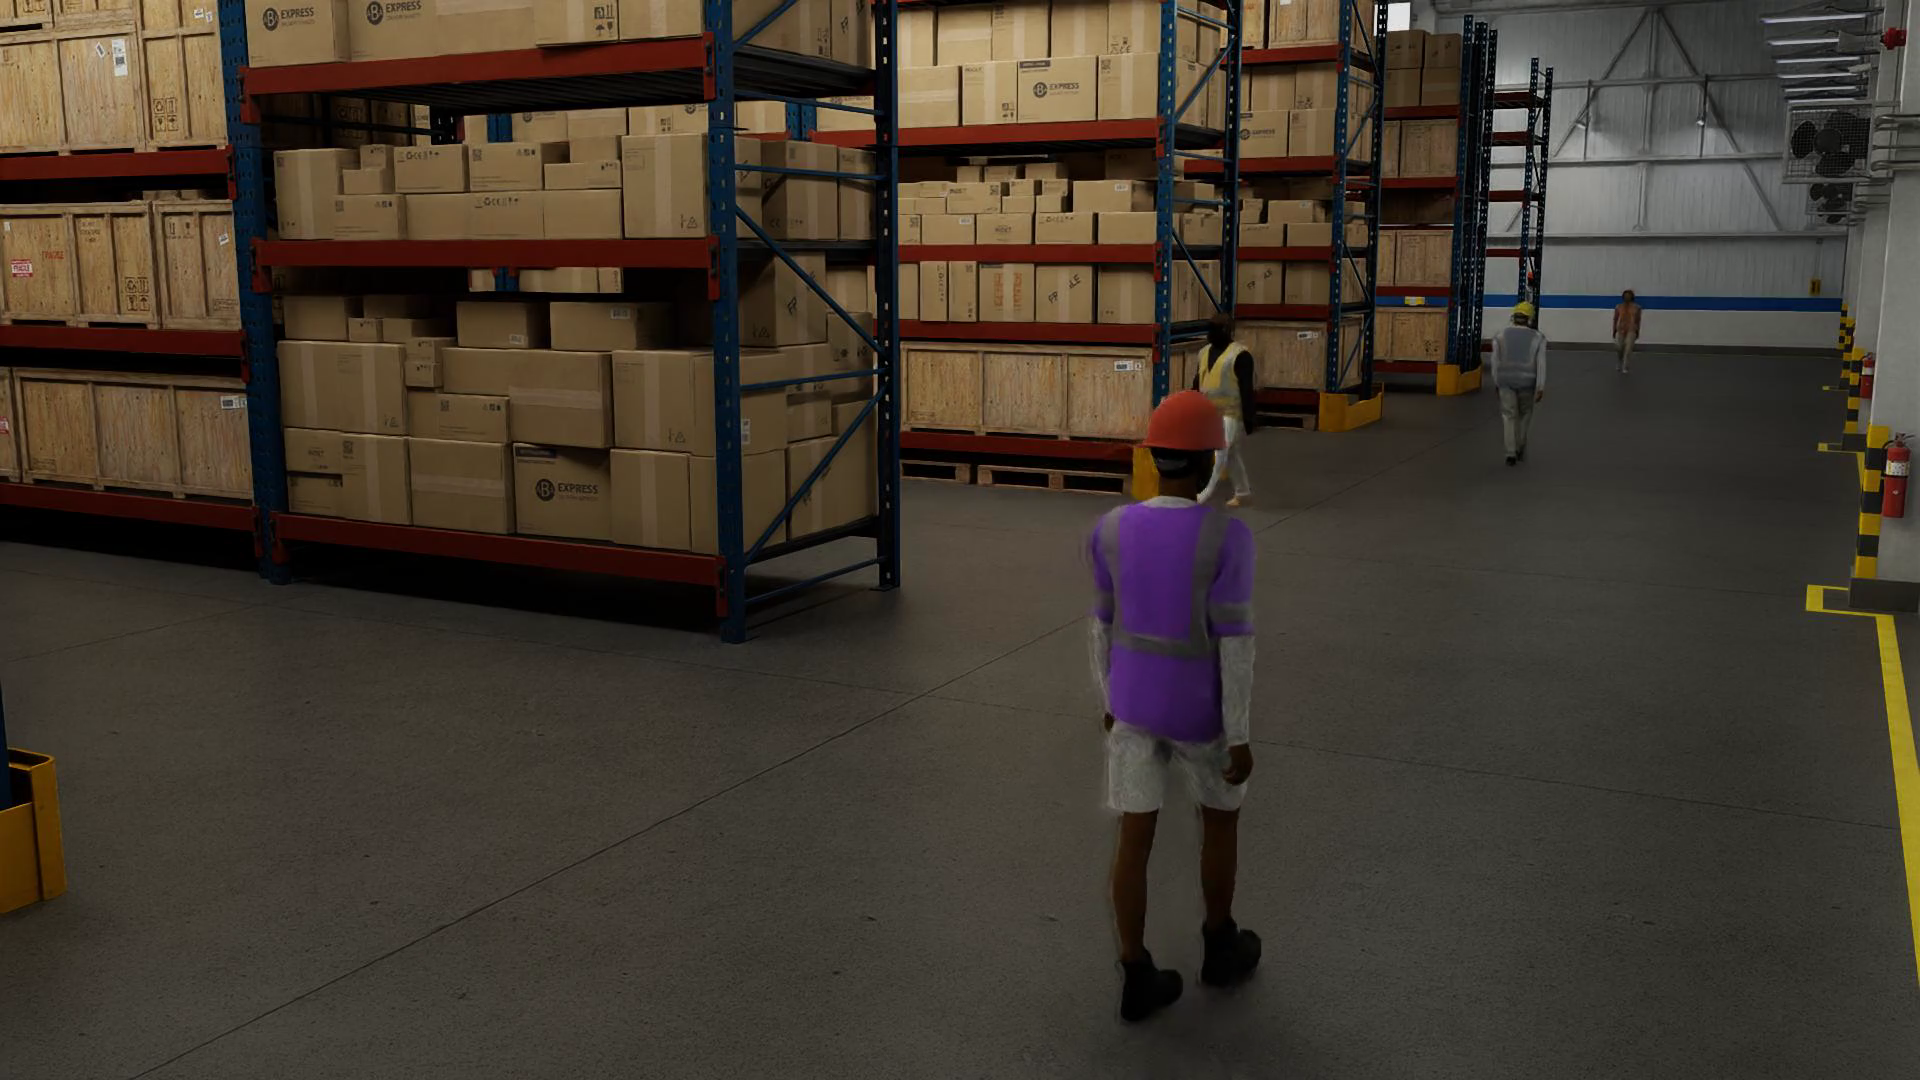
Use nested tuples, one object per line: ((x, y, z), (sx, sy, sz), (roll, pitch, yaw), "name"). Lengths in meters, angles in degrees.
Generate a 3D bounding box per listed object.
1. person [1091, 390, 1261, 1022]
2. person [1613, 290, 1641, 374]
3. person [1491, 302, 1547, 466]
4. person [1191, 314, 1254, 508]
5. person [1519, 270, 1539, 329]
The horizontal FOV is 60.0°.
((0.718, 0.491, 5.189), (0.571, 1.913, 0.780), (6, 12, 32), "person")
((12.913, -4.032, 32.230), (0.516, 1.626, 0.362), (6, 12, 33), "person")
((6.195, -1.739, 18.470), (0.588, 1.777, 0.912), (3, 10, 19), "person")
((2.338, -1.136, 14.996), (0.975, 1.787, 0.647), (-6, 11, -30), "person")
((13.054, -5.210, 38.139), (0.544, 1.938, 0.356), (-5, 11, -27), "person")
